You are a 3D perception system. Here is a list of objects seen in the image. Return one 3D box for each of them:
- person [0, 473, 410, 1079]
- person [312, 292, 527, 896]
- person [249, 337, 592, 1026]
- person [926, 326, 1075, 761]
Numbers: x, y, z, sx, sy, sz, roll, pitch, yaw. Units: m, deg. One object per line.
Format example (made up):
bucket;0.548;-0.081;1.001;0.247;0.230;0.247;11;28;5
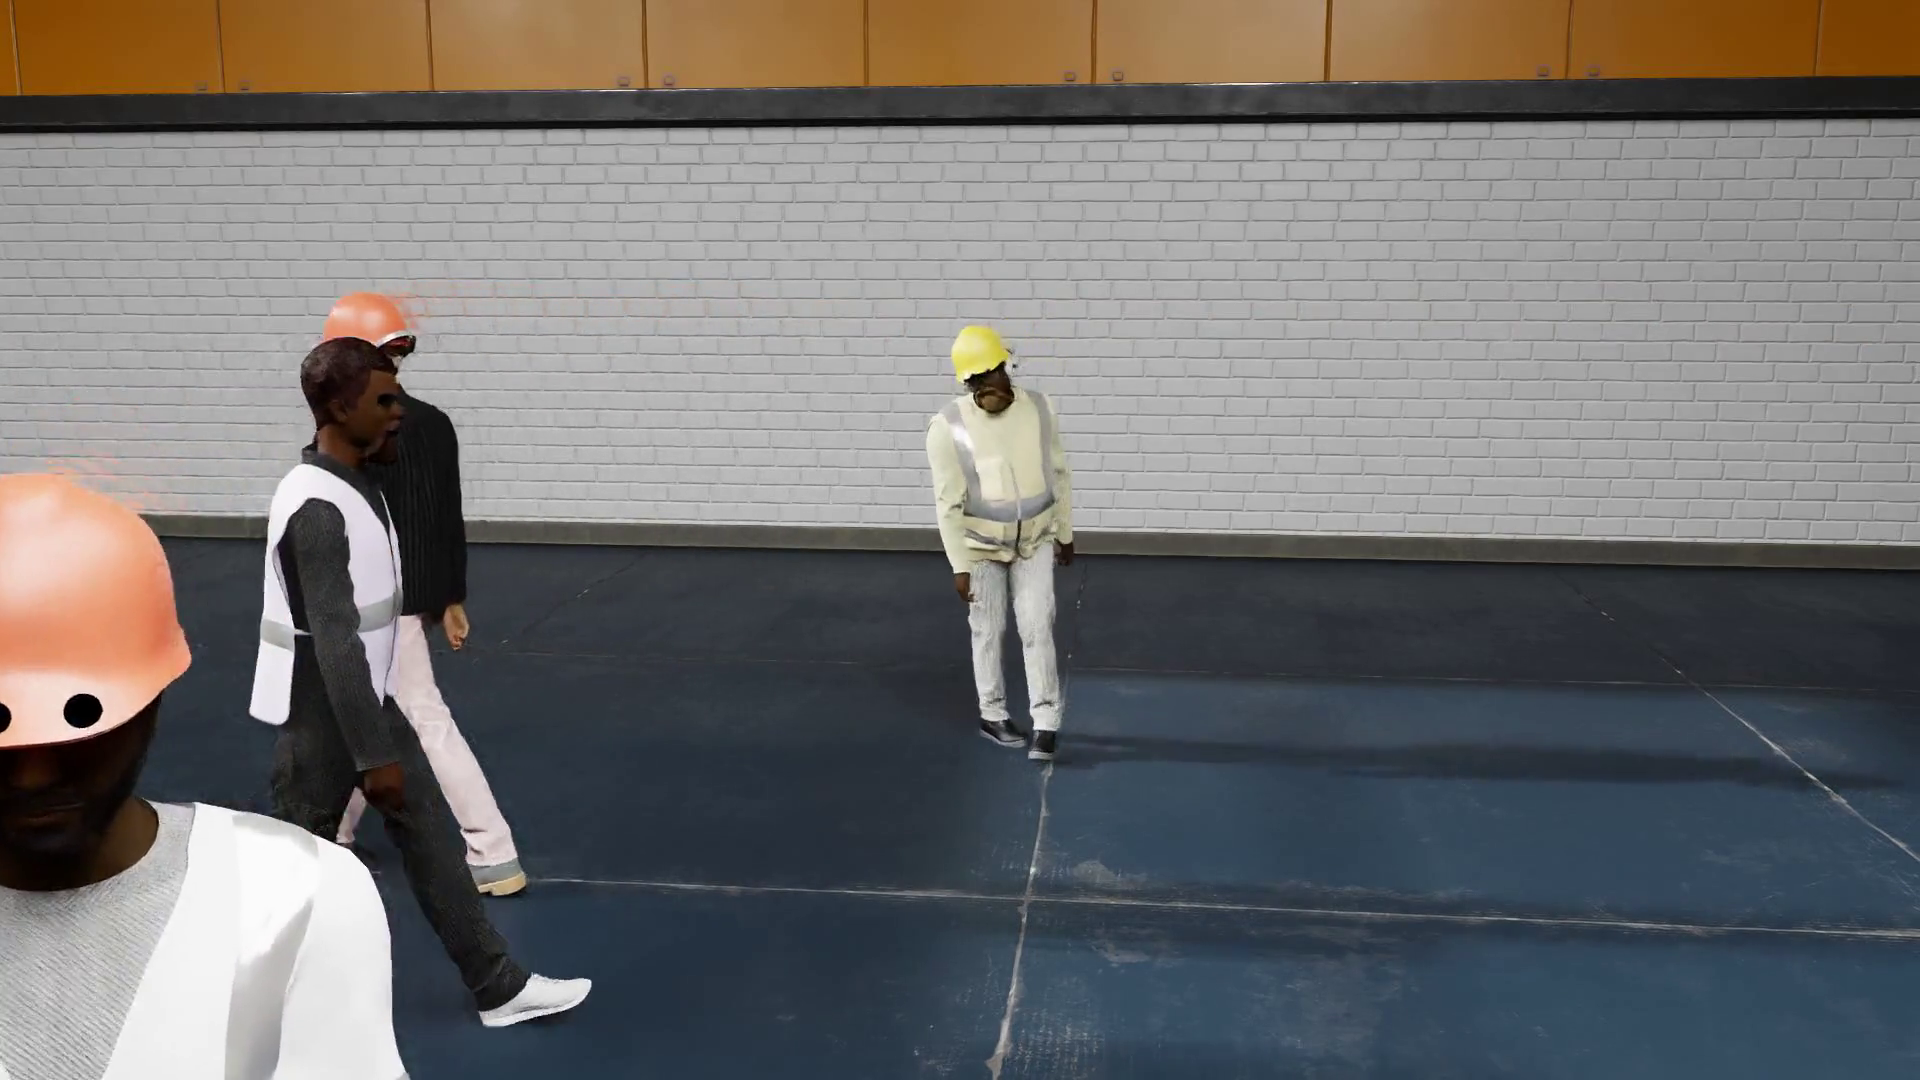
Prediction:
person;-0.781;0.871;1.572;0.558;1.893;0.897;-4;11;-21
person;-1.850;0.188;5.333;1.025;1.940;0.623;2;10;13
person;-1.527;0.423;4.205;1.026;1.863;0.618;-2;10;-9
person;0.193;0.024;6.731;0.649;1.780;0.671;-2;10;-14
